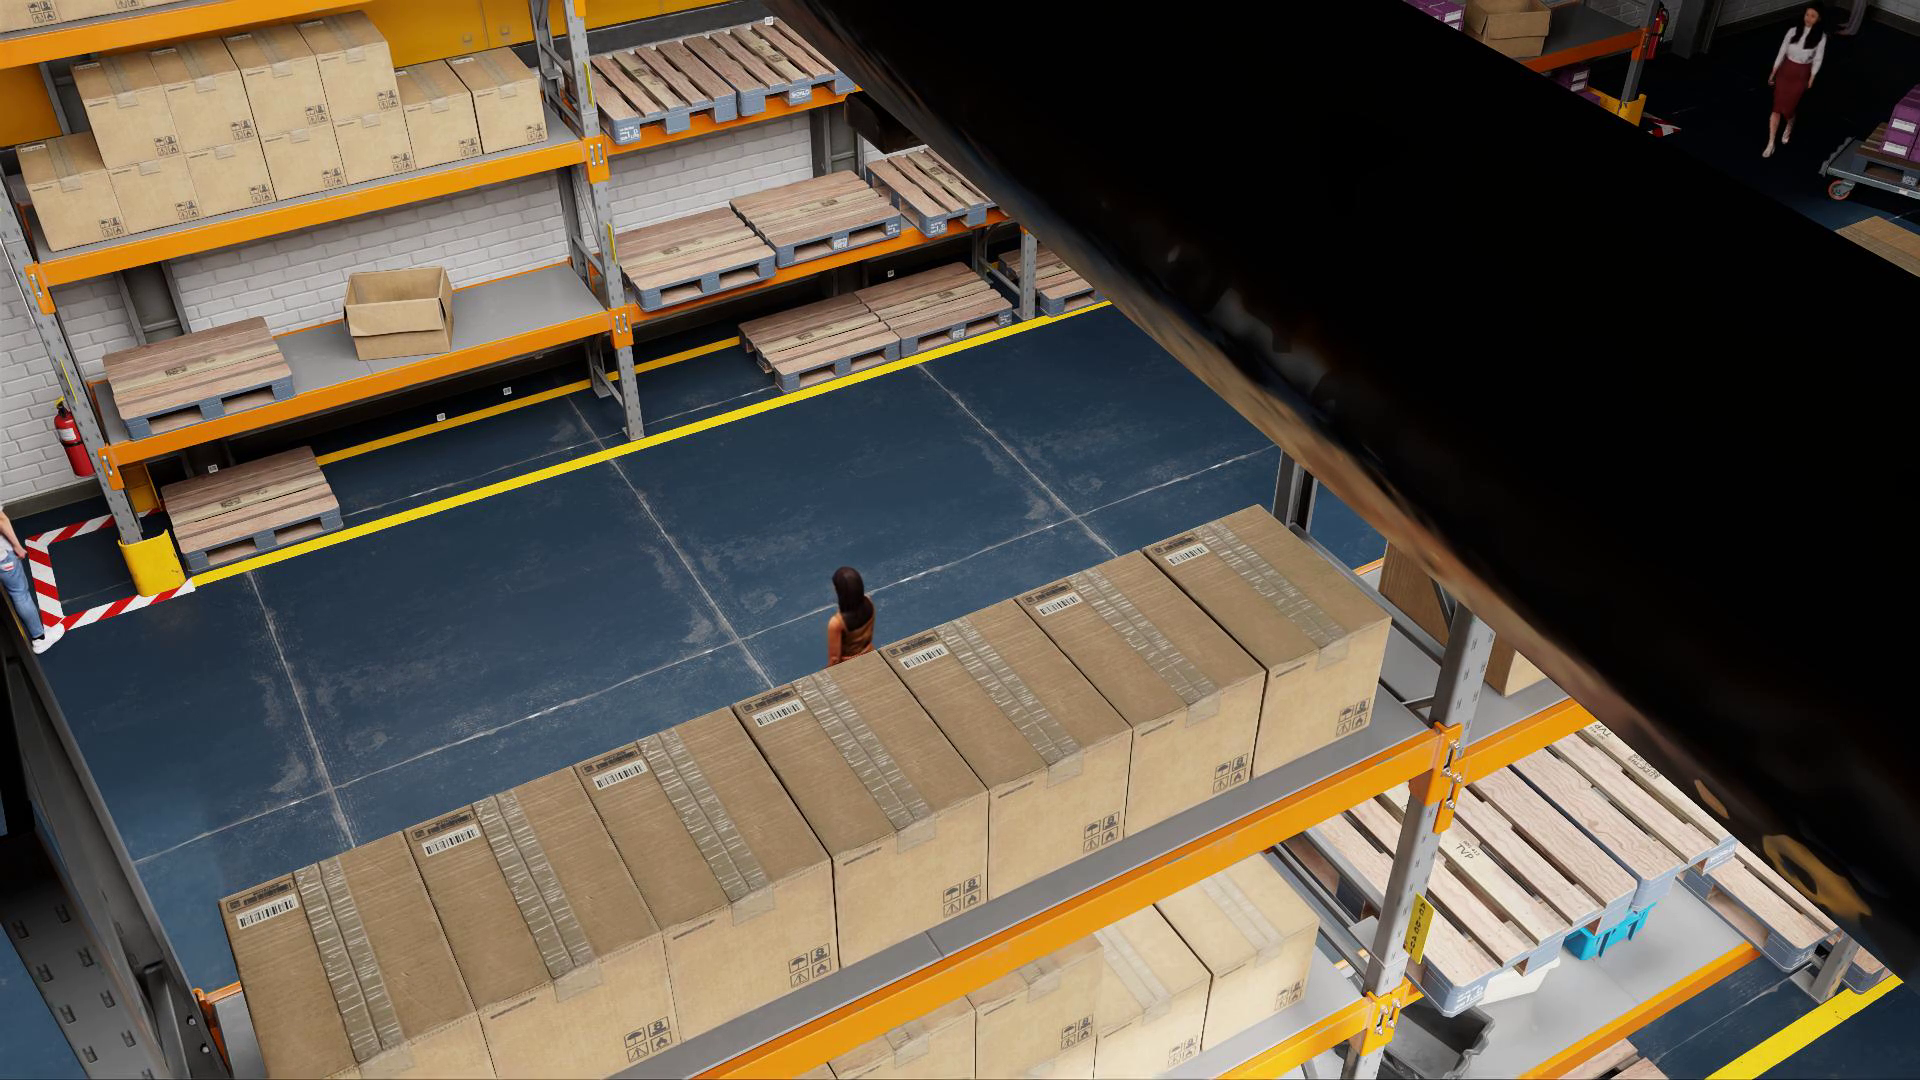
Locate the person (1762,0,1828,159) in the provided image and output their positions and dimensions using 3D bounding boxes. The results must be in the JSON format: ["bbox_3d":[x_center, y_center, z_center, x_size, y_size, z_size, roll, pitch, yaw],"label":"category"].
[{"bbox_3d":[9.175,-5.063,18.288,0.690,1.739,0.757,31,48,33],"label":"person"}]

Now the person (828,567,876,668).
[{"bbox_3d":[-0.689,0.869,10.905,0.699,1.684,0.589,22,44,25],"label":"person"}]

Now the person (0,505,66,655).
[{"bbox_3d":[-6.937,0.035,11.782,0.693,1.893,0.817,0,39,0],"label":"person"}]
